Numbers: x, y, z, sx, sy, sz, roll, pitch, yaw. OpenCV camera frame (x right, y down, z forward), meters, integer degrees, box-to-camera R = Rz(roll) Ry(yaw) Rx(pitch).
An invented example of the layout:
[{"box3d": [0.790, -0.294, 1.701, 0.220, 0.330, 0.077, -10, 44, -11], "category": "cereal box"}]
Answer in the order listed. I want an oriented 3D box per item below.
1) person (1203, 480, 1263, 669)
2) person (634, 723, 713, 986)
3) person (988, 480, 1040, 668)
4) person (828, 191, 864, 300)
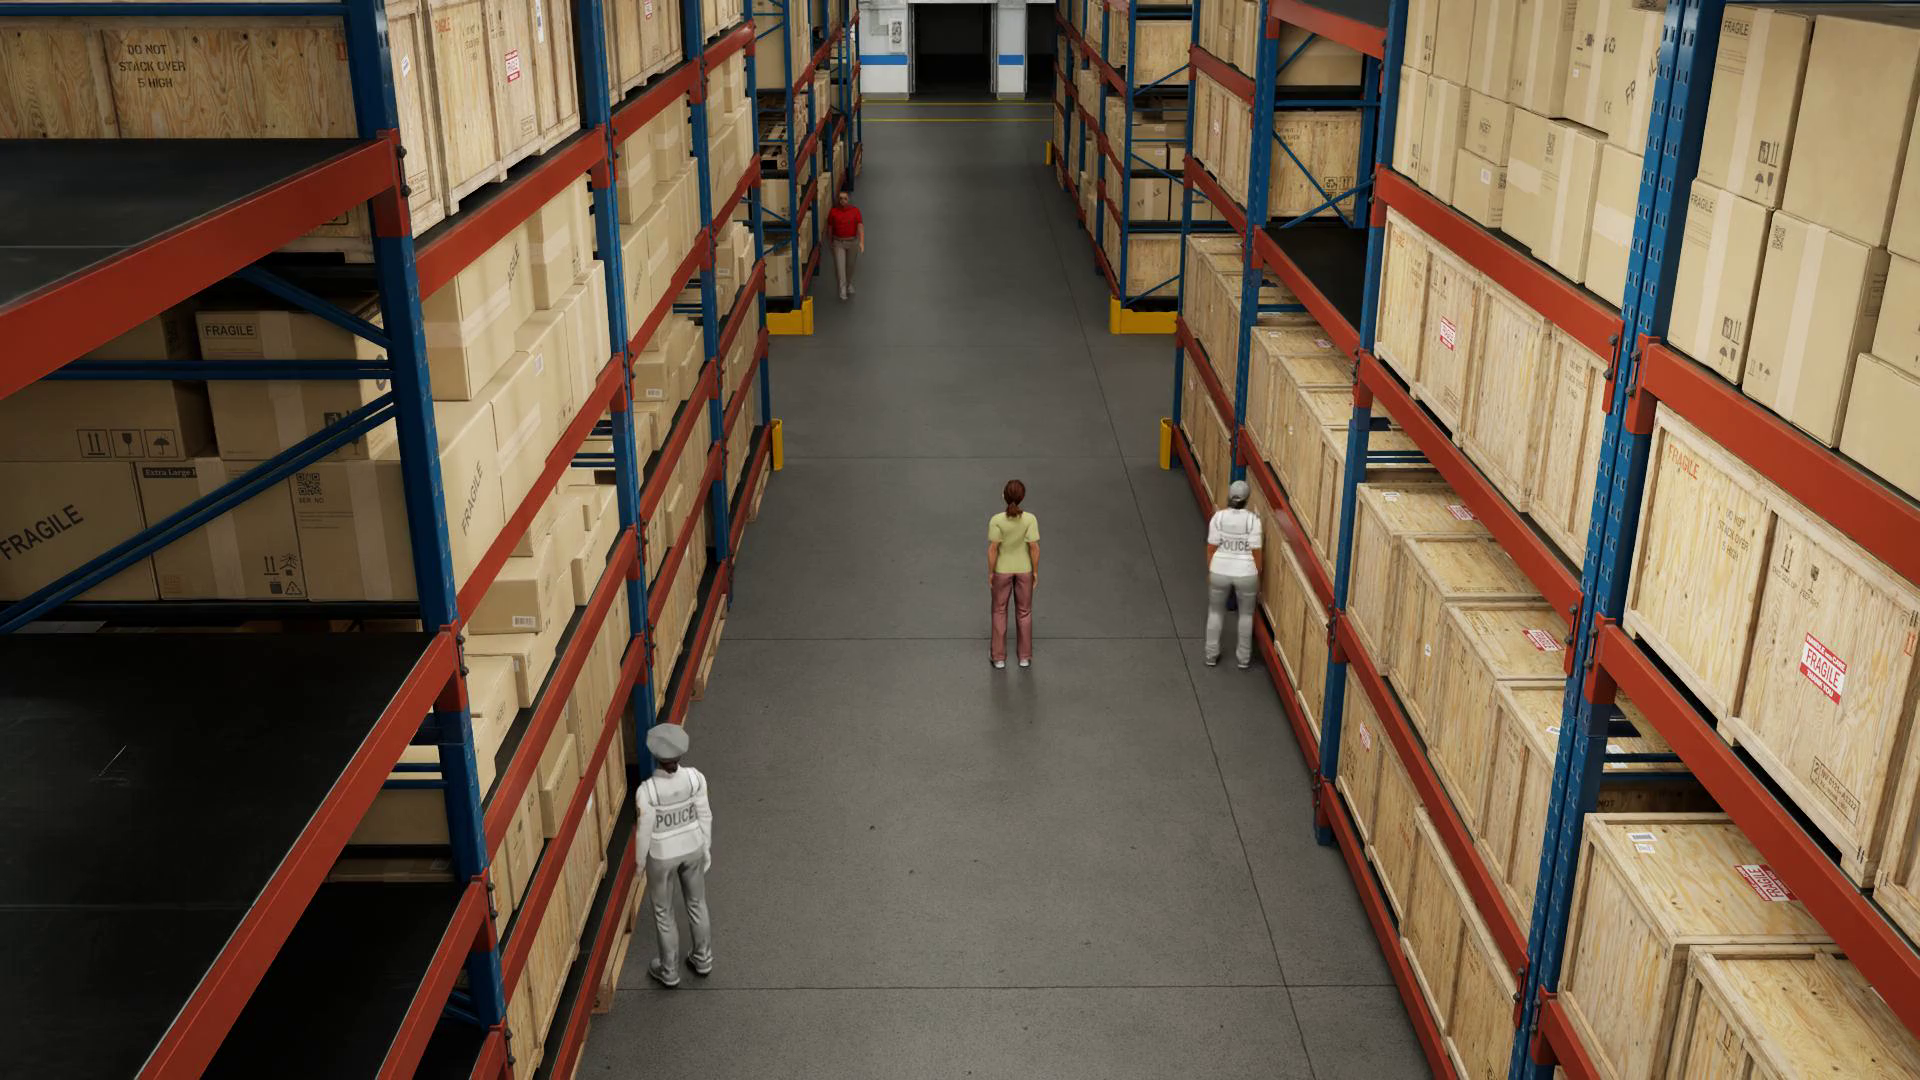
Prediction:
[{"box3d": [2.291, 0.283, 13.936, 0.465, 1.664, 0.394, 5, 22, 13], "category": "person"}, {"box3d": [-1.700, 1.859, 9.866, 0.472, 1.695, 0.355, -13, 25, -30], "category": "person"}, {"box3d": [0.437, 0.274, 13.945, 0.430, 1.670, 0.407, -2, 22, -5], "category": "person"}, {"box3d": [-1.802, -4.701, 26.504, 0.549, 1.688, 1.005, -4, 22, -11], "category": "person"}]
